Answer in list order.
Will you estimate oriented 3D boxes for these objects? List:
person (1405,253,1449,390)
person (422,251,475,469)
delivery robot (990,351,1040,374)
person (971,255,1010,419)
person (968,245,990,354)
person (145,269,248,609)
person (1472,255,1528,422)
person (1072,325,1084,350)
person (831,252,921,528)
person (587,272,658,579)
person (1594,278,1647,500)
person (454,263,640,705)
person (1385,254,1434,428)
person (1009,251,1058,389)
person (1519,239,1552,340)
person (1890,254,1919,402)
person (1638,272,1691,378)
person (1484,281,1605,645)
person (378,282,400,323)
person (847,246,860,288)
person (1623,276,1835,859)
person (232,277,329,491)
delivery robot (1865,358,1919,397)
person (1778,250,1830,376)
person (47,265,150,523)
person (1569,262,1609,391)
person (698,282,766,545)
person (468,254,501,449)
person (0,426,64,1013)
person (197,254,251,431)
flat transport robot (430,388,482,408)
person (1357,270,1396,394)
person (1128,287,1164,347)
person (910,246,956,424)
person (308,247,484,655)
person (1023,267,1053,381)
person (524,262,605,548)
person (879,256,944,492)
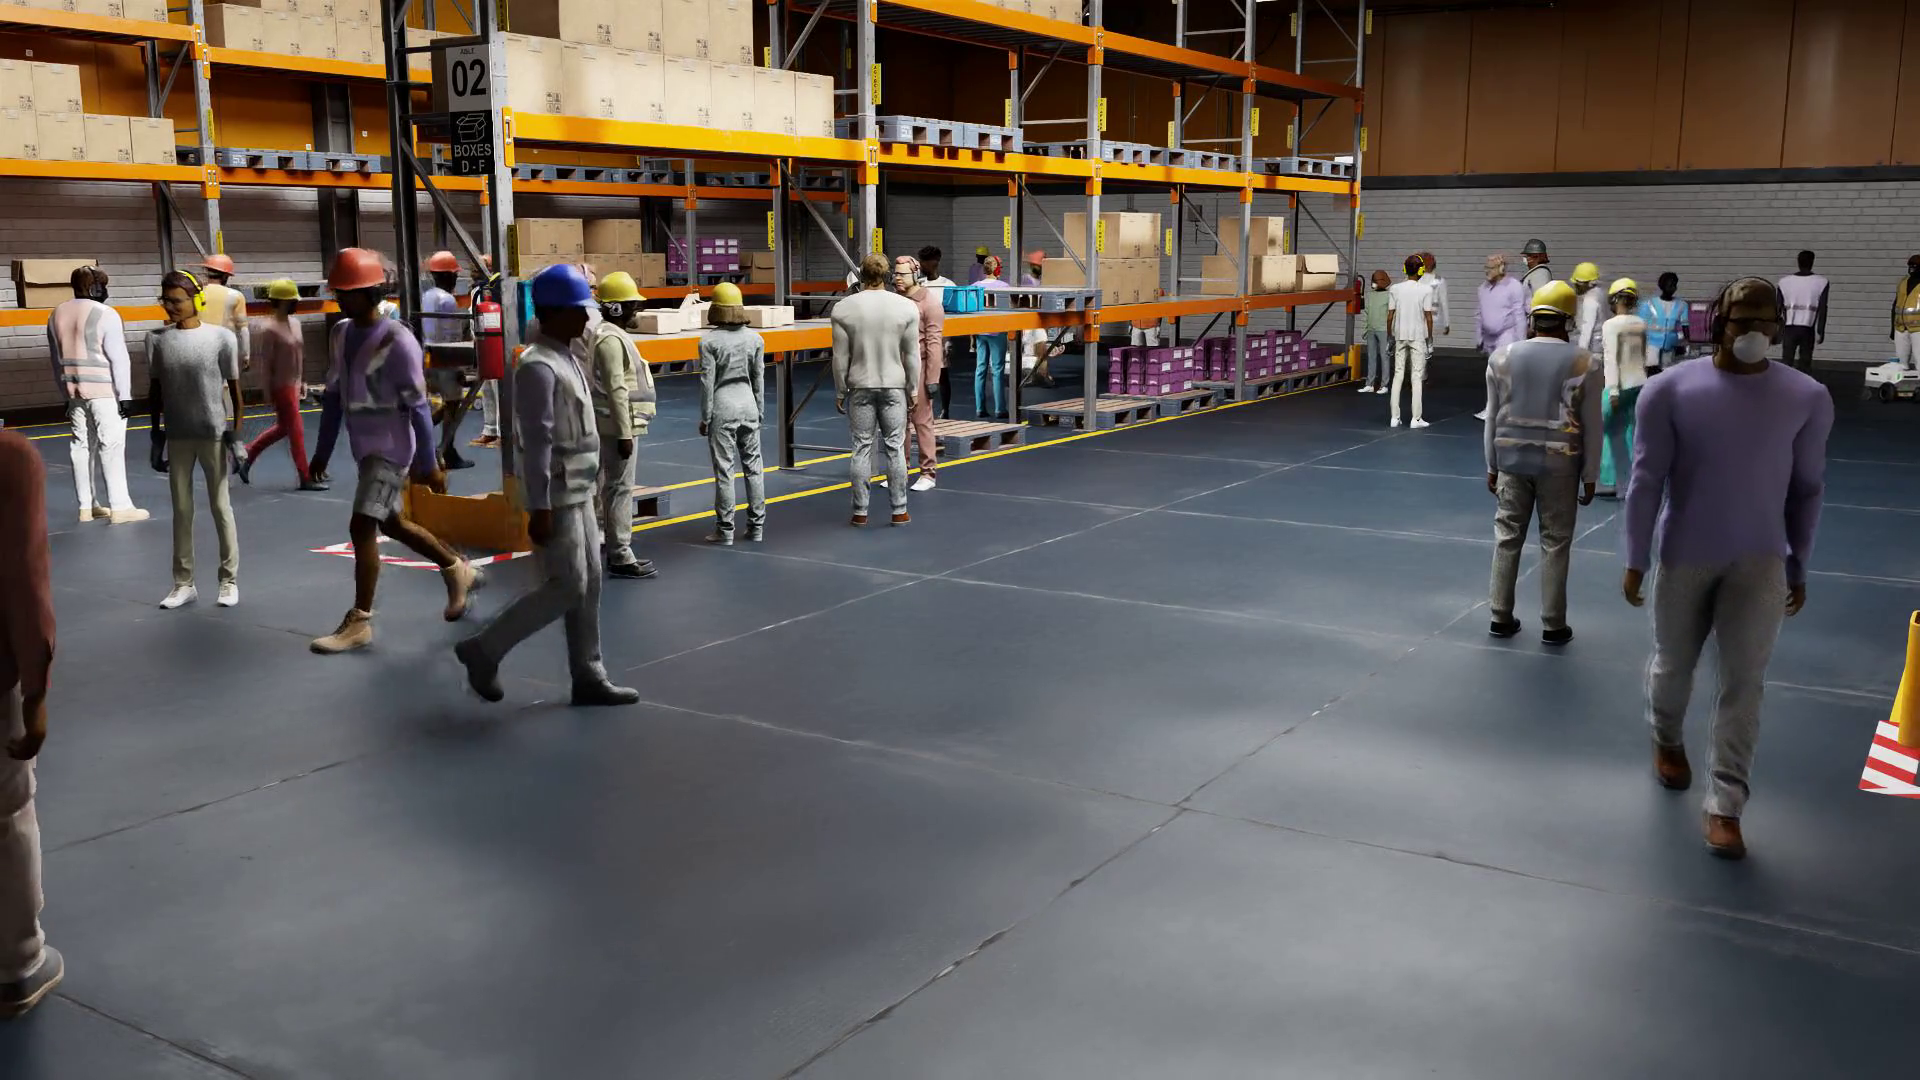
[{"bbox_3d":[6.353,-2.964,22.621,0.613,1.831,0.972,7,13,35],"label":"person"},{"bbox_3d":[-4.566,-1.568,14.624,0.510,1.927,0.543,-8,13,-37],"label":"person"},{"bbox_3d":[0.785,-2.451,23.068,0.707,0.478,0.477,3,11,18],"label":"delivery robot"},{"bbox_3d":[0.344,-2.297,18.895,0.563,1.847,0.393,7,12,33],"label":"person"},{"bbox_3d":[0.363,-4.287,29.698,0.388,1.926,0.590,-5,11,-25],"label":"person"},{"bbox_3d":[-4.205,-0.549,9.168,0.520,1.865,0.335,-1,10,-4],"label":"person"},{"bbox_3d":[5.984,-2.249,18.632,0.811,1.858,0.673,-5,11,-24],"label":"person"},{"bbox_3d":[2.303,-4.498,30.684,0.608,1.995,0.377,-4,11,-20],"label":"person"},{"bbox_3d":[-0.586,-1.047,11.717,0.629,1.940,0.372,0,10,-1],"label":"person"},{"bbox_3d":[-2.028,-0.685,10.002,0.404,1.833,0.588,-3,11,-15],"label":"person"},{"bbox_3d":[5.176,-1.161,12.927,0.540,1.726,0.559,-6,12,-28],"label":"person"},{"bbox_3d":[-1.771,-0.204,7.088,0.658,1.931,0.616,0,10,-3],"label":"person"},{"bbox_3d":[4.873,-2.147,18.002,0.538,1.869,0.312,7,12,35],"label":"person"},{"bbox_3d":[0.953,-2.994,22.732,0.565,1.875,0.844,-8,13,-36],"label":"person"},{"bbox_3d":[7.152,-2.761,20.928,0.539,2.000,0.688,3,11,18],"label":"person"},{"bbox_3d":[11.942,-2.645,20.841,0.430,1.843,0.626,-4,11,-22],"label":"person"},{"bbox_3d":[8.010,-2.210,18.938,0.561,1.643,0.866,0,10,2],"label":"person"},{"bbox_3d":[2.929,-0.383,8.370,0.586,1.824,0.404,7,12,33],"label":"person"},{"bbox_3d":[-6.332,-2.044,18.100,0.509,1.629,0.316,-1,10,-3],"label":"person"},{"bbox_3d":[-1.102,-2.658,20.354,0.607,2.044,0.372,9,14,41],"label":"person"},{"bbox_3d":[2.626,0.044,5.757,0.634,1.909,0.940,3,11,17],"label":"person"},{"bbox_3d":[-5.534,-1.252,13.420,0.773,1.729,0.556,2,10,8],"label":"person"},{"bbox_3d":[11.645,-2.033,20.752,0.477,0.478,0.707,-1,10,-4],"label":"delivery robot"},{"bbox_3d":[10.588,-2.691,20.979,0.612,1.926,0.576,6,12,30],"label":"person"},{"bbox_3d":[-6.192,-1.040,11.946,0.625,1.843,0.430,4,11,19],"label":"person"},{"bbox_3d":[6.692,-2.044,17.645,0.540,1.788,0.612,3,11,18],"label":"person"},{"bbox_3d":[-1.526,-0.838,11.093,0.485,1.746,0.289,-8,13,-37],"label":"person"},{"bbox_3d":[-4.583,-1.831,16.210,0.585,1.882,0.337,9,14,42],"label":"person"},{"bbox_3d":[-2.515,0.329,4.019,0.607,1.969,0.887,-2,10,-12],"label":"person"},{"bbox_3d":[-7.195,-1.817,16.121,0.573,1.874,0.971,-1,10,-7],"label":"person"},{"bbox_3d":[-5.636,-1.747,20.213,1.431,0.197,0.652,-6,12,-32],"label":"flat transport robot"},{"bbox_3d":[5.529,-2.750,21.997,0.278,1.633,0.498,-8,13,-36],"label":"person"},{"bbox_3d":[2.540,-2.925,22.787,0.533,1.697,0.319,7,12,33],"label":"person"},{"bbox_3d":[-0.298,-2.189,17.987,0.600,1.959,0.375,9,14,41],"label":"person"},{"bbox_3d":[-2.855,-0.474,8.411,0.607,2.001,1.003,9,14,41],"label":"person"},{"bbox_3d":[1.117,-3.184,23.825,0.429,1.845,0.627,7,12,35],"label":"person"},{"bbox_3d":[-2.436,-0.836,10.702,0.680,1.873,0.708,4,11,22],"label":"person"},{"bbox_3d":[-0.425,-1.342,13.478,0.634,1.900,0.401,9,14,42],"label":"person"}]
